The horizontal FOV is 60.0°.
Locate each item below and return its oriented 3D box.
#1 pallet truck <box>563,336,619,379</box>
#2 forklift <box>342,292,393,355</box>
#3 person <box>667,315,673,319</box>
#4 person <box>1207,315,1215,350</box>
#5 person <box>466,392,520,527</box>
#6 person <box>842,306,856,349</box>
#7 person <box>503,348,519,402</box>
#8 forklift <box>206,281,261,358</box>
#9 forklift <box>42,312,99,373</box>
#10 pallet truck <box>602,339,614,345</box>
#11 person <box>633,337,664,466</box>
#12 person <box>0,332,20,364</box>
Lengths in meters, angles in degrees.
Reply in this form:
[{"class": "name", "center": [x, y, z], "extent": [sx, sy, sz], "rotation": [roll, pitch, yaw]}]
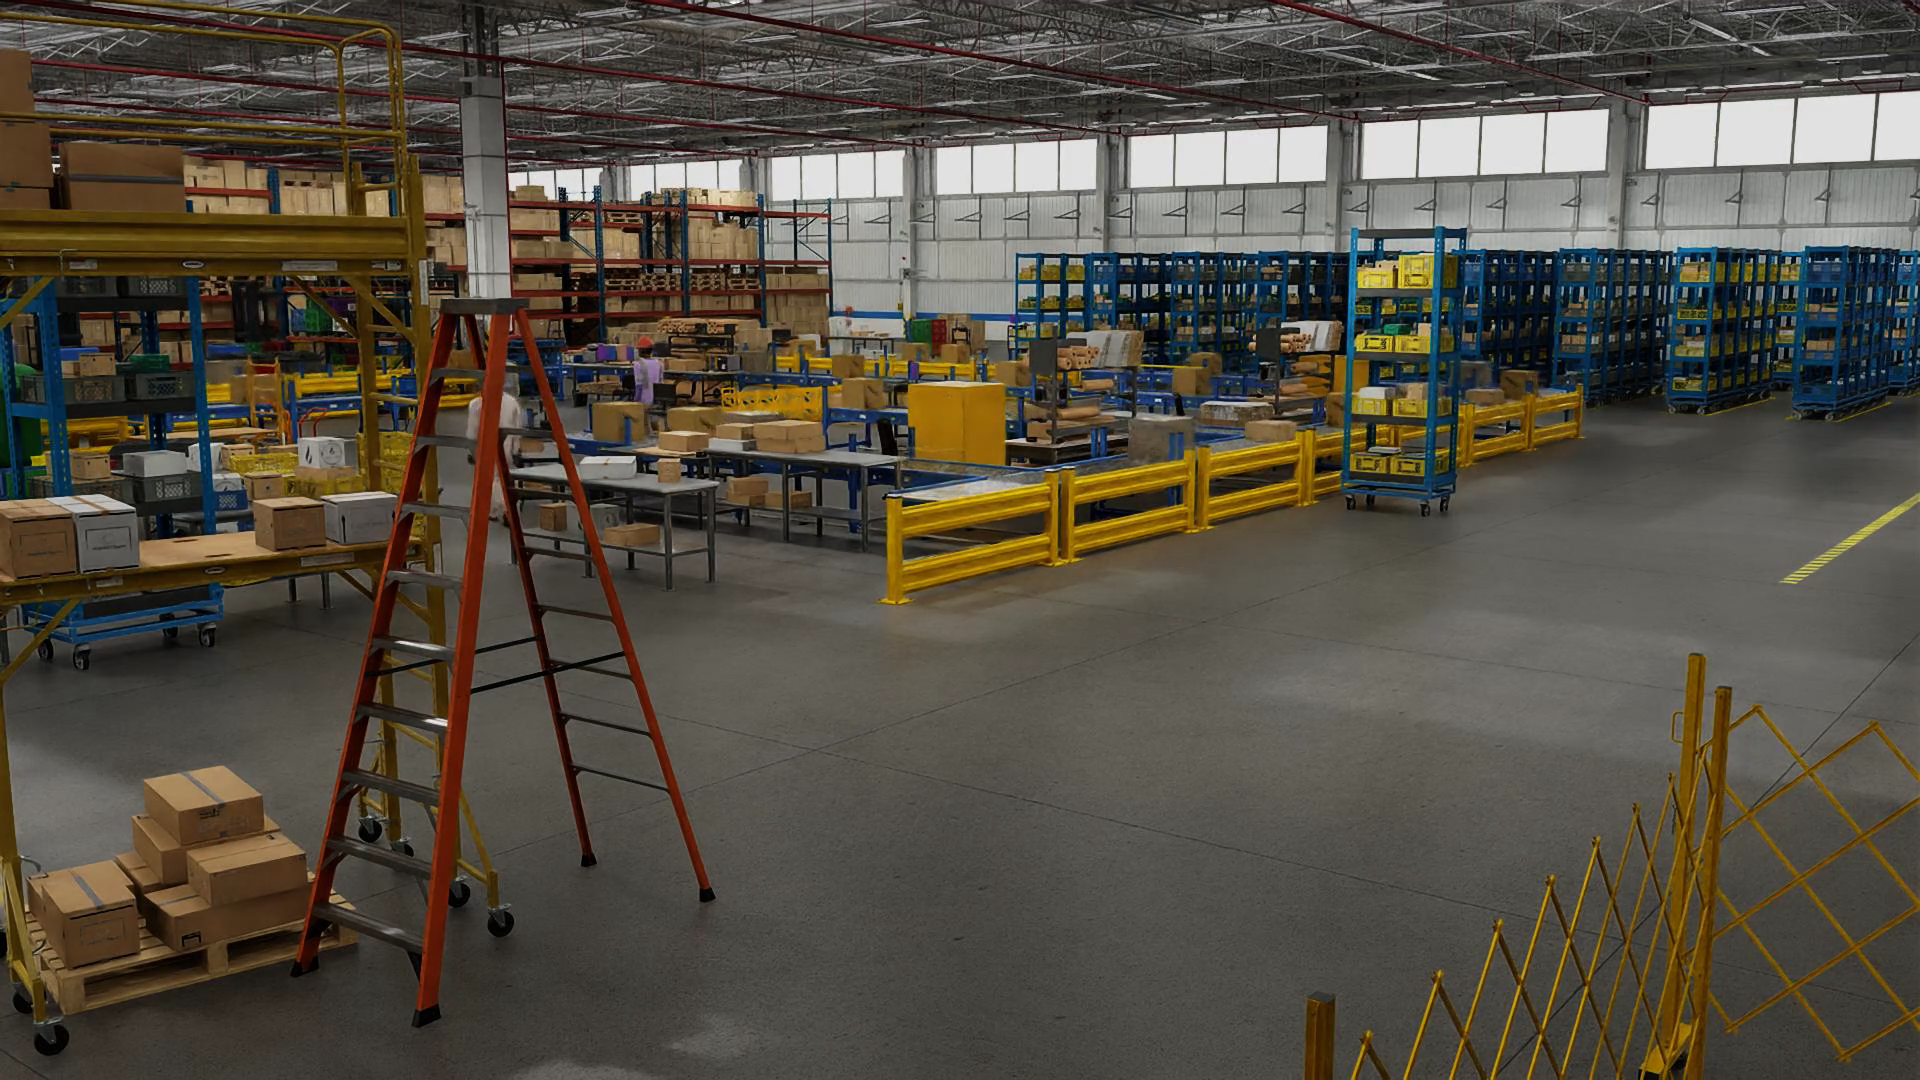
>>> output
[{"class": "pallet truck", "center": [-10.690, -5.294, 48.215], "extent": [1.601, 1.201, 0.680], "rotation": [-5, 10, -26]}, {"class": "forklift", "center": [-16.485, -5.622, 45.120], "extent": [1.129, 2.768, 1.873], "rotation": [7, 11, 37]}, {"class": "person", "center": [-9.179, -6.216, 52.418], "extent": [0.549, 1.735, 0.559], "rotation": [5, 11, 30]}, {"class": "person", "center": [7.887, -6.219, 52.204], "extent": [0.703, 1.810, 0.597], "rotation": [8, 12, 40]}, {"class": "person", "center": [-5.607, -1.103, 20.063], "extent": [0.651, 1.878, 0.879], "rotation": [-9, 13, -44]}, {"class": "person", "center": [-3.670, -6.800, 55.385], "extent": [1.049, 1.932, 0.629], "rotation": [3, 10, 17]}, {"class": "person", "center": [-8.069, -2.549, 29.309], "extent": [0.594, 1.804, 0.878], "rotation": [-3, 10, -18]}, {"class": "forklift", "center": [-19.647, -5.722, 45.744], "extent": [1.129, 2.768, 1.873], "rotation": [7, 11, 37]}, {"class": "forklift", "center": [-23.779, -5.451, 44.052], "extent": [1.873, 2.768, 1.129], "rotation": [7, 11, 36]}, {"class": "pallet truck", "center": [-8.991, -4.871, 45.351], "extent": [0.653, 1.274, 1.630], "rotation": [7, 11, 37]}, {"class": "person", "center": [-4.955, -2.190, 26.306], "extent": [0.380, 2.041, 0.616], "rotation": [6, 11, 32]}, {"class": "person", "center": [-23.746, -4.424, 41.524], "extent": [0.283, 1.633, 0.497], "rotation": [8, 12, 41]}]
